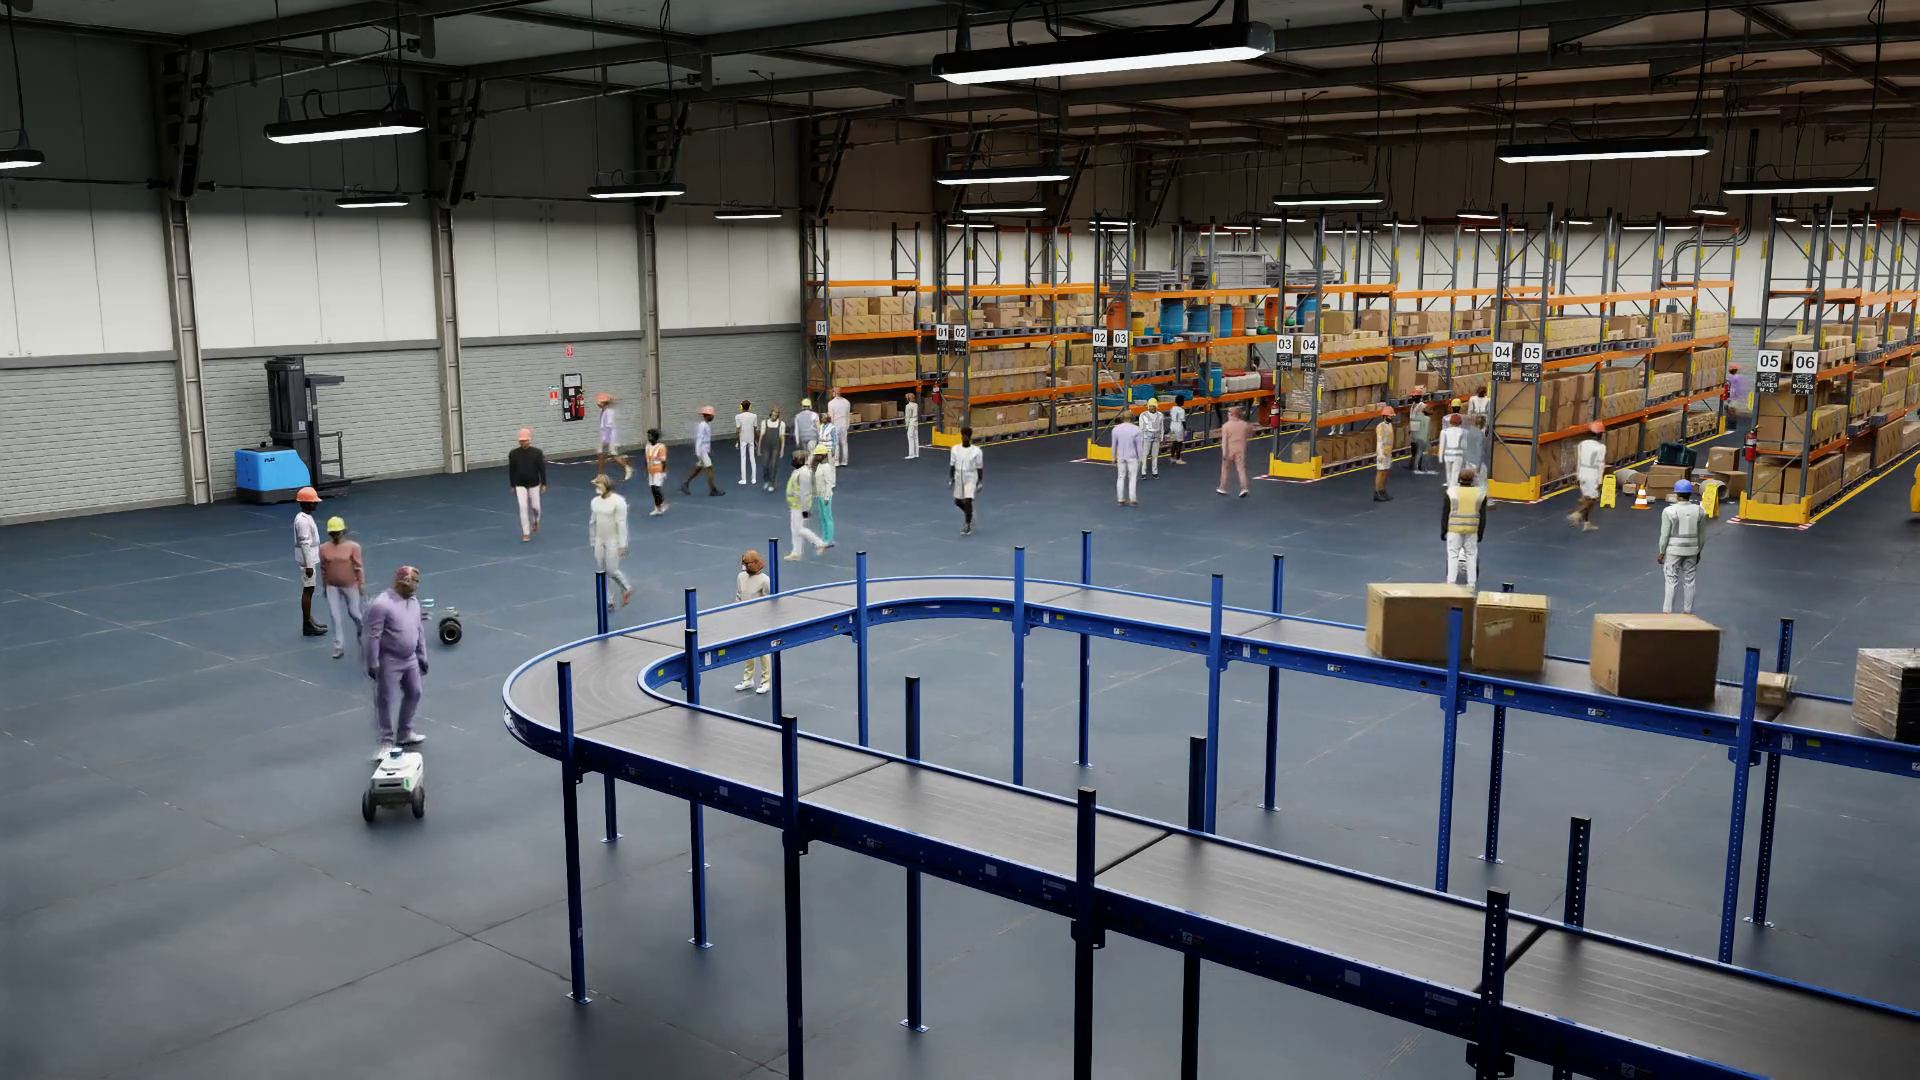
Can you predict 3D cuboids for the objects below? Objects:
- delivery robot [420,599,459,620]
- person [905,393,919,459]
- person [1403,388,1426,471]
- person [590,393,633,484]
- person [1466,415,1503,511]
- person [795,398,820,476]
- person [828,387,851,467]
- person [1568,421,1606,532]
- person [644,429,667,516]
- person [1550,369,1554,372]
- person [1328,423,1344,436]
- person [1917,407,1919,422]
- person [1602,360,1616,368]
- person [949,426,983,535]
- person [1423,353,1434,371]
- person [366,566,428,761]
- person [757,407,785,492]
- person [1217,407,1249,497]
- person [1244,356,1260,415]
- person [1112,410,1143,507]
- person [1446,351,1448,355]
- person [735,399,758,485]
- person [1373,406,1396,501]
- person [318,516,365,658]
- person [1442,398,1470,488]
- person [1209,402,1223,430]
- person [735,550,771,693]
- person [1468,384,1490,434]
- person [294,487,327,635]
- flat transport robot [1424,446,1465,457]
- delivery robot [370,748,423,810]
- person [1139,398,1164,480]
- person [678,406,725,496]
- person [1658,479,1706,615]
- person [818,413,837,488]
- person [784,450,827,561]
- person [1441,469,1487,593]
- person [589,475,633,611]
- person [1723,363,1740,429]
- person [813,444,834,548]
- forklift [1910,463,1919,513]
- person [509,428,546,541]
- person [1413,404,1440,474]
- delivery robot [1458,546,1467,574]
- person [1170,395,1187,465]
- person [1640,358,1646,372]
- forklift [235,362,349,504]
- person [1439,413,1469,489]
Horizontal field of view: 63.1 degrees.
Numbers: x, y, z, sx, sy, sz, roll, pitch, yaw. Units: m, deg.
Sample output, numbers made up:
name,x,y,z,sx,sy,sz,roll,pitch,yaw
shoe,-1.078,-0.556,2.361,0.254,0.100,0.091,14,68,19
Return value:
name,x,y,z,sx,sy,sz,roll,pitch,yaw
delivery robot,-6.803,0.880,20.076,0.698,0.223,0.335,-3,11,-18
person,-1.202,-2.827,38.771,0.311,1.636,0.523,5,11,28
person,10.677,-2.603,36.662,0.356,1.938,0.543,-3,10,-14
person,-7.710,-2.250,34.478,0.869,2.017,0.618,-7,12,-36
person,10.174,-1.515,30.680,0.921,1.890,0.644,-1,10,-6
person,-3.444,-2.295,35.311,0.596,1.802,0.735,3,11,17
person,-2.910,-2.692,37.254,0.651,1.906,0.403,-9,13,-41
person,11.258,-1.122,28.105,0.691,2.026,0.615,-4,11,-21
person,-5.848,-1.291,29.970,0.553,1.681,0.373,8,13,39
person,18.219,-4.606,48.353,0.954,1.795,0.644,5,11,26
person,10.622,-3.853,43.892,0.532,1.868,0.310,7,12,34
person,26.072,-3.555,42.108,0.733,1.914,0.623,8,13,40
person,21.072,-5.101,50.921,0.510,1.870,0.328,-3,11,-17
person,0.128,-1.096,28.149,0.630,1.946,0.622,5,11,24
person,15.915,-5.411,52.882,0.921,1.781,0.607,-1,10,-3
person,-5.563,1.202,15.458,0.396,1.872,0.751,4,11,21
person,-4.010,-1.921,33.179,0.603,1.808,0.437,0,10,-2
person,5.726,-1.845,32.599,0.643,1.868,0.964,-3,11,-17
person,9.357,-4.946,50.031,0.452,1.874,0.653,2,10,10
person,3.341,-1.630,31.183,0.635,1.937,0.354,5,11,26
person,16.634,-5.501,53.089,0.599,1.902,0.852,-2,10,-11
person,-4.687,-2.159,34.354,0.513,1.872,0.328,-5,11,-24
person,8.707,-1.770,31.975,0.373,1.934,0.551,8,13,40
person,-7.670,0.547,19.472,0.528,1.745,0.671,-1,10,-5
person,10.700,-2.094,33.819,0.588,1.930,0.359,1,10,8
person,7.396,-4.205,45.575,0.614,1.973,0.835,5,11,28
person,-2.335,0.914,17.723,0.499,1.632,0.285,7,12,34
person,12.870,-2.936,38.719,0.595,1.872,0.519,4,11,23
person,-8.515,0.264,20.528,0.373,1.934,0.551,-4,11,-21
flat transport robot,12.332,-2.257,39.527,0.652,0.197,1.431,8,13,39
delivery robot,-5.015,2.100,13.940,0.477,0.478,0.707,-2,10,-9
person,4.302,-2.277,35.121,0.586,1.833,0.403,-3,10,-14
person,-5.436,-1.851,32.617,0.938,1.892,0.578,0,10,-2
person,9.744,0.148,21.146,0.605,1.949,0.383,0,10,-3
person,-2.862,-1.935,33.742,0.515,1.640,0.315,10,14,43
person,-2.551,-0.559,25.478,0.604,1.826,0.631,-2,10,-11
person,7.425,-0.139,23.094,0.635,1.835,0.429,1,10,4
person,-4.896,0.044,21.786,0.656,1.928,0.456,6,12,32
person,22.572,-4.225,45.834,0.529,1.919,0.580,6,12,30
person,-2.345,-0.753,26.729,0.329,1.767,0.528,-4,11,-21
forklift,19.034,-1.348,28.998,2.313,2.155,1.214,8,13,37
person,-7.611,-1.000,27.539,0.630,1.975,0.666,-2,10,-11
person,10.751,-2.305,35.906,0.659,1.608,0.499,0,10,-3
delivery robot,7.763,0.291,24.122,0.477,0.478,0.707,3,10,16
person,5.234,-2.657,37.659,0.319,1.694,0.591,-4,11,-22
person,21.438,-4.815,48.948,0.396,1.992,0.619,2,10,10
forklift,-13.803,-2.244,32.110,1.129,2.768,1.873,8,13,37
person,9.910,-1.627,31.426,0.579,1.854,0.929,6,12,31
